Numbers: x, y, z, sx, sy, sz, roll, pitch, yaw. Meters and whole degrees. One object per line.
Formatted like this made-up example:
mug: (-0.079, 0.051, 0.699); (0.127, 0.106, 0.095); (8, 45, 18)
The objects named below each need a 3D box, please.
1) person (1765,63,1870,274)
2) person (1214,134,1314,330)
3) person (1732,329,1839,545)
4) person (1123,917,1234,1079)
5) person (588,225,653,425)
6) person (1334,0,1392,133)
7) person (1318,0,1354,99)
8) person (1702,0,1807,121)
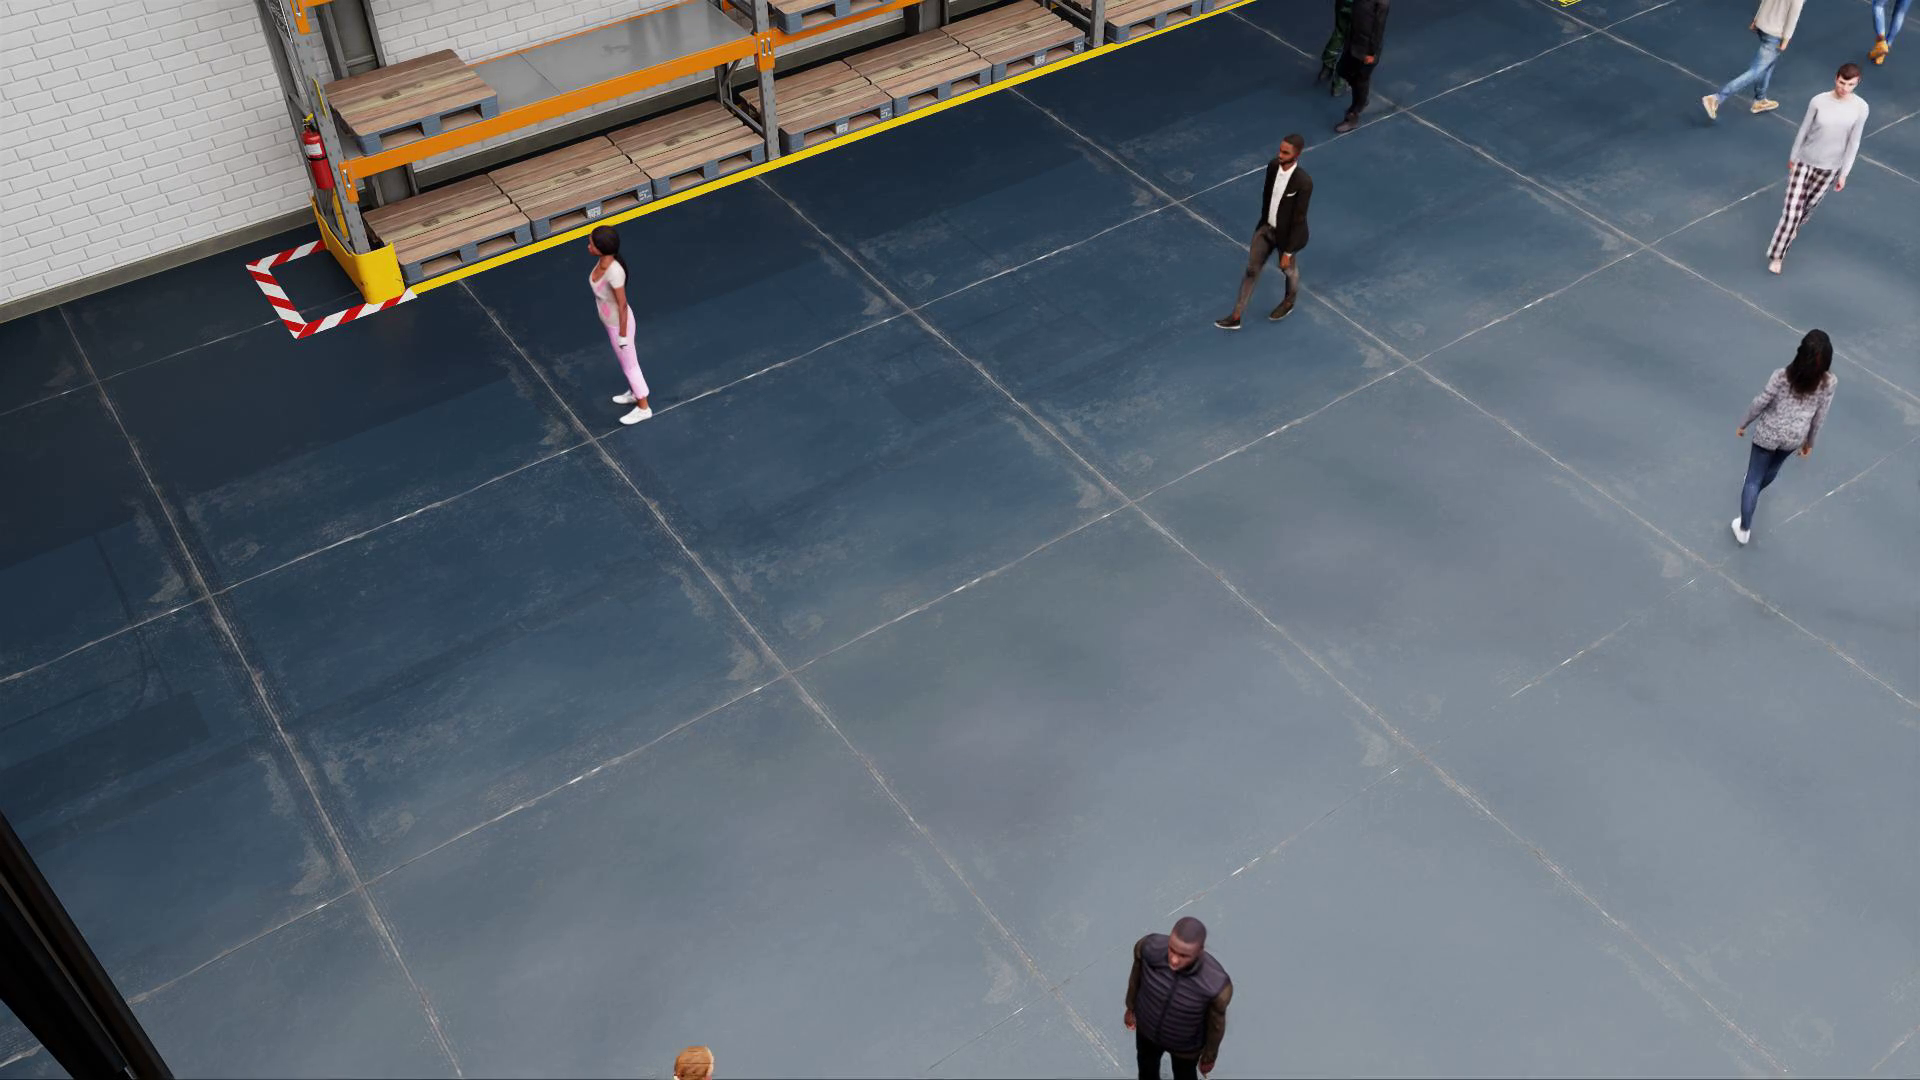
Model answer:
person: (7.434, -3.282, 14.383); (1.042, 1.799, 1.222); (15, 46, 15)
person: (2.689, -2.523, 13.609); (1.061, 1.768, 0.691); (-29, 51, -27)
person: (5.780, -0.697, 11.737); (1.014, 1.704, 1.086); (9, 44, 9)
person: (1.074, 2.443, 8.347); (0.755, 1.834, 0.688); (27, 50, 25)
person: (-2.604, -1.658, 12.718); (0.594, 1.743, 0.635); (-14, 45, -14)
person: (3.950, -4.790, 15.988); (0.759, 1.768, 0.675); (-19, 47, -19)
person: (3.891, -5.321, 16.464); (0.768, 1.879, 0.760); (31, 52, 28)
person: (7.761, -4.897, 16.027); (1.279, 1.869, 0.978); (-8, 44, -8)
